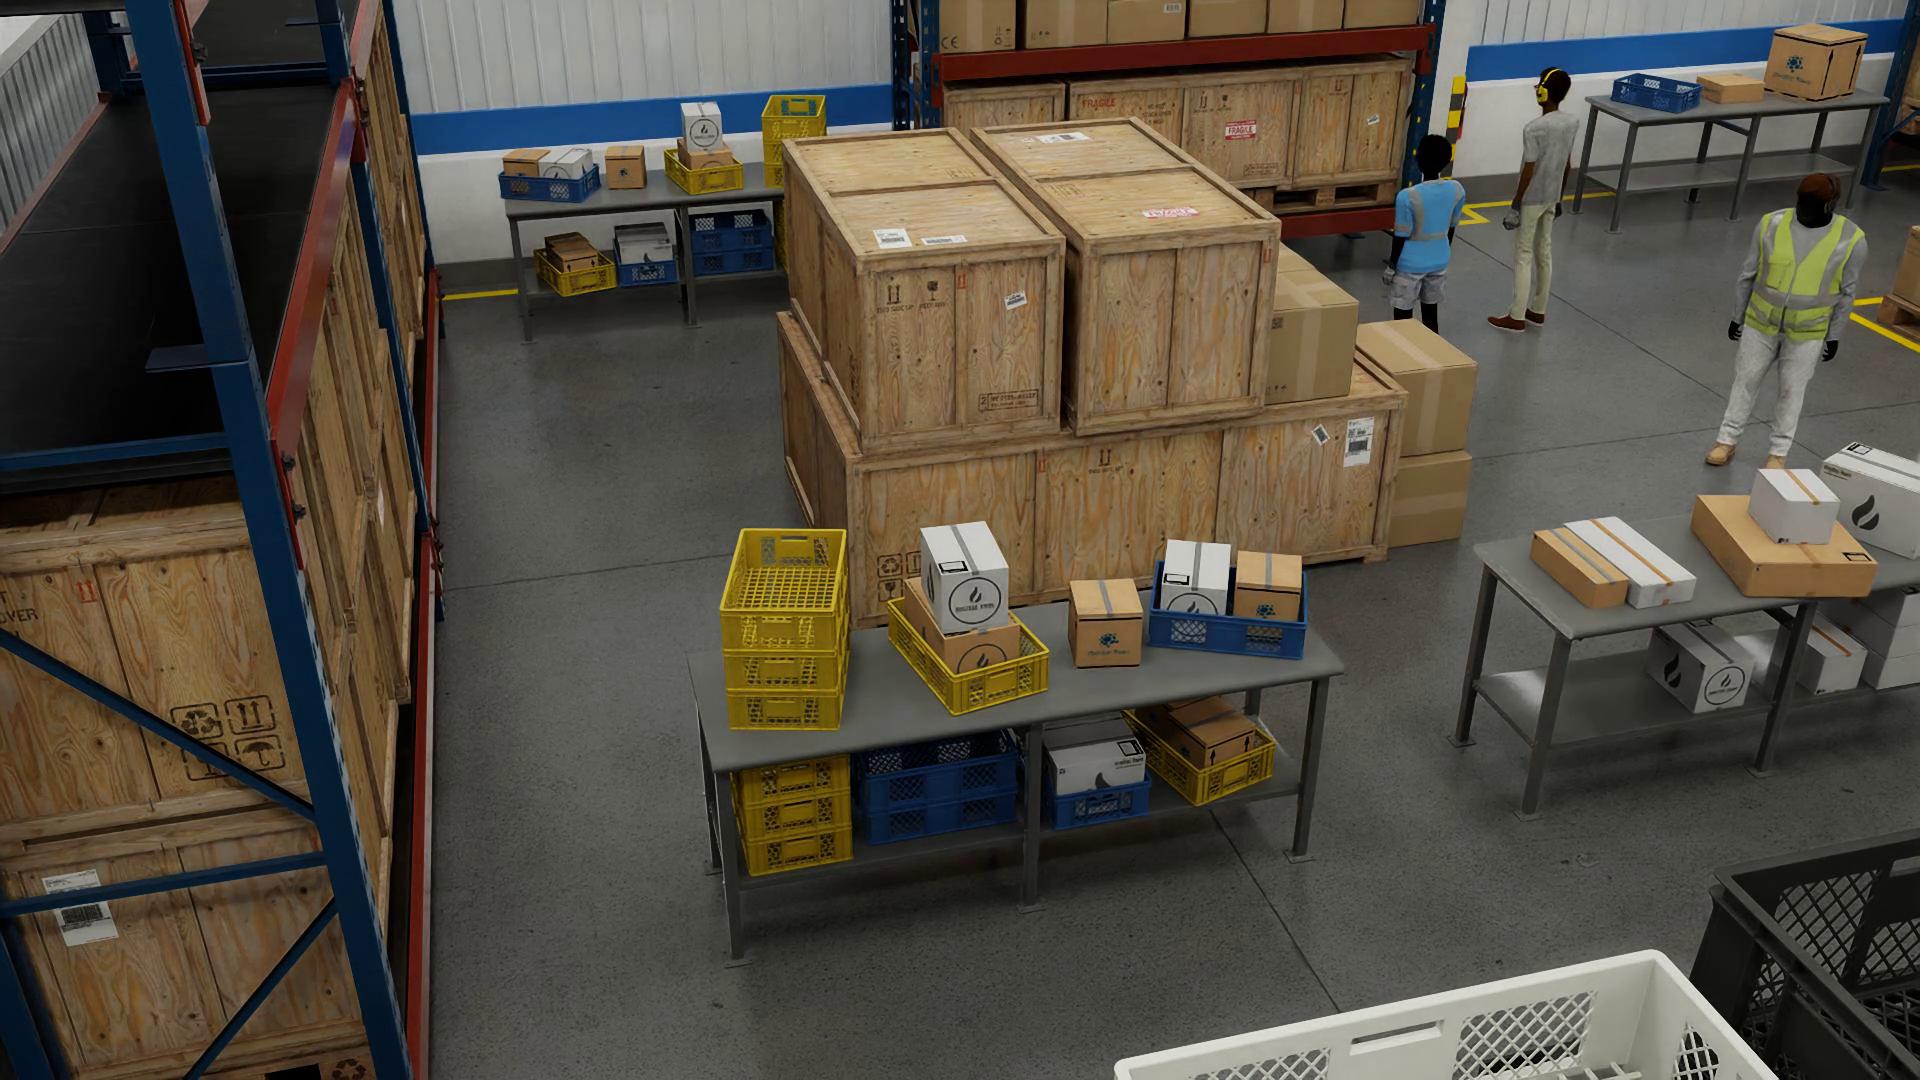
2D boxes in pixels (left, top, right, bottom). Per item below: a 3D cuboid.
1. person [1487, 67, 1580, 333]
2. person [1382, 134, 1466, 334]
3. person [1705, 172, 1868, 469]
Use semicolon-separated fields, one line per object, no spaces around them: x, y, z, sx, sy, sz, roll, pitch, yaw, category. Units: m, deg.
4.081;-2.394;11.797;0.518;1.863;0.323;-16;32;-26;person
3.011;-1.813;10.911;0.535;1.697;0.318;-14;32;-24;person
4.839;-1.254;9.751;0.634;1.839;0.429;19;34;30;person
